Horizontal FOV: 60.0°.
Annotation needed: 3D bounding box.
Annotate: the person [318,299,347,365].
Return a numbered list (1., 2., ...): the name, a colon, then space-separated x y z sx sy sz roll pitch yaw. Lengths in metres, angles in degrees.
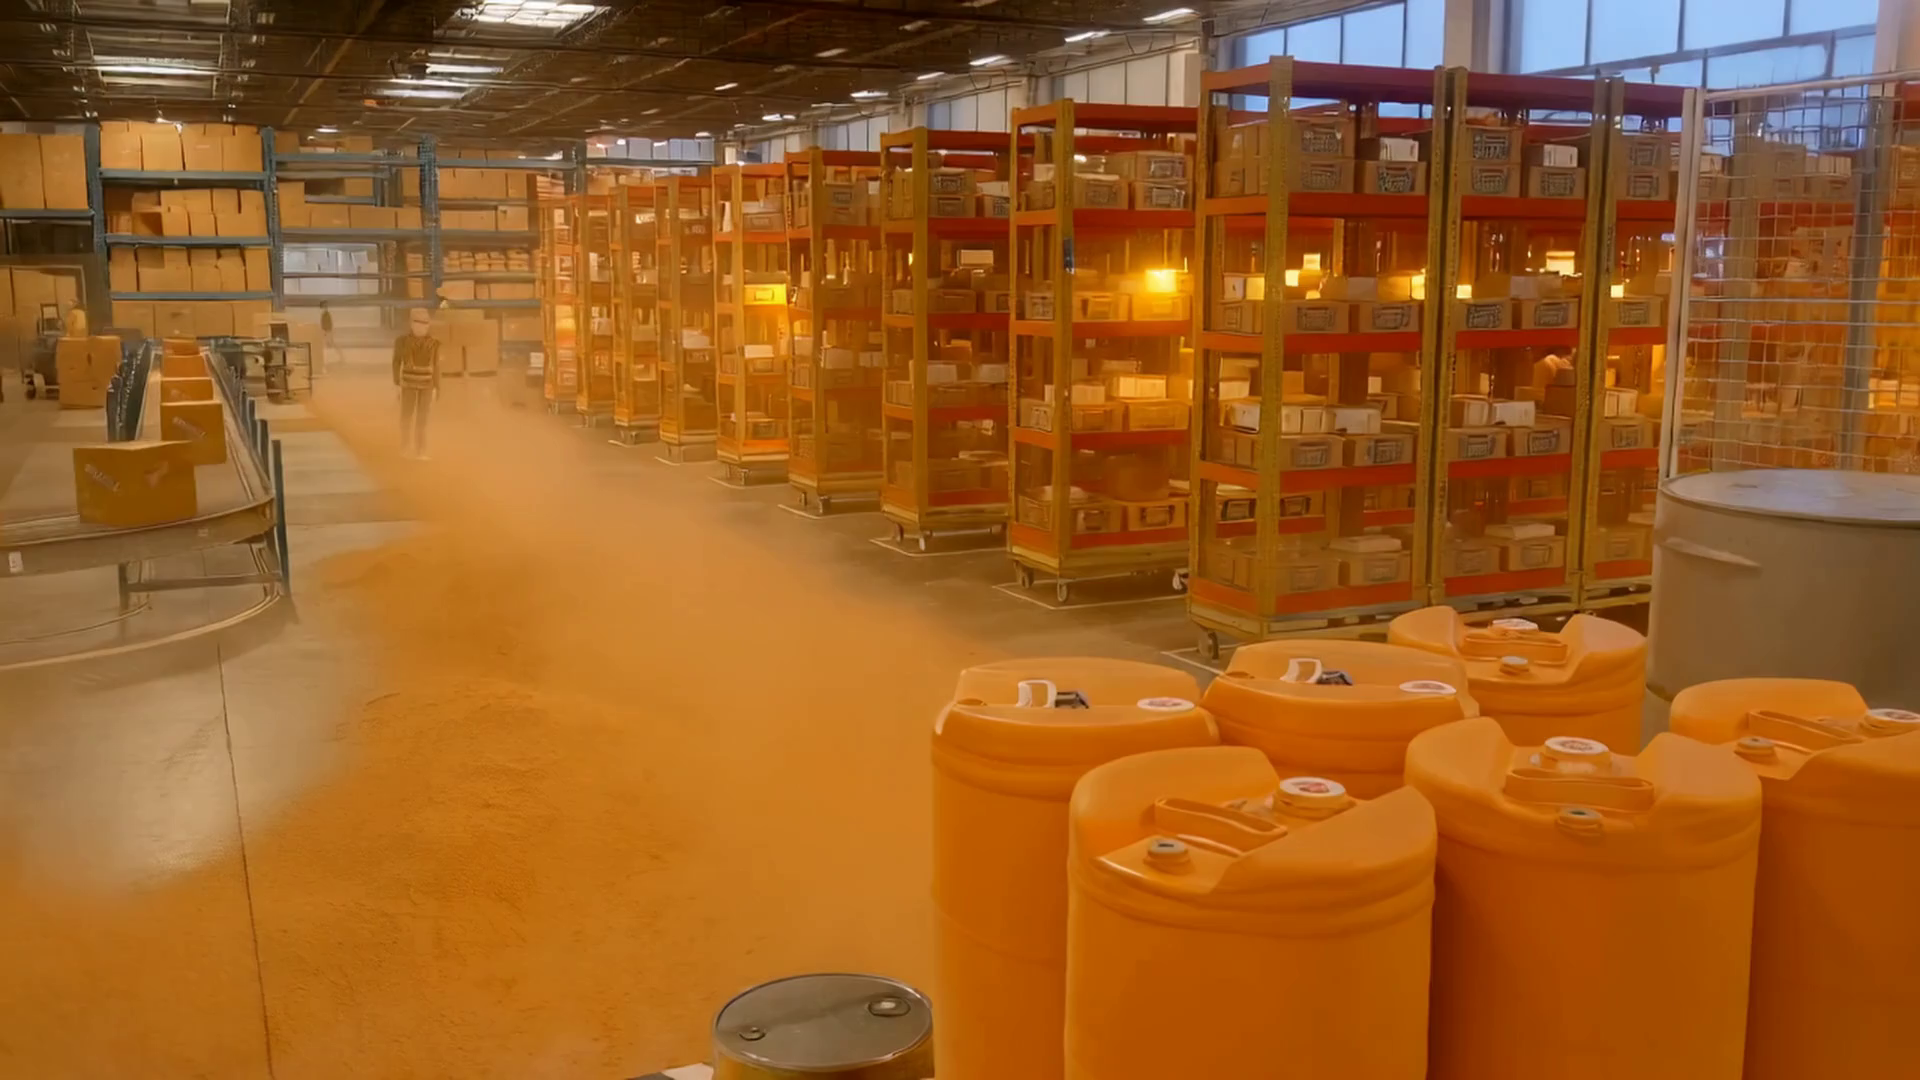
1. person: -16.359 -5.378 43.060 0.914 1.727 0.522 -4 10 -25

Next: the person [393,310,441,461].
1. person: -6.960 -1.981 21.317 0.414 1.941 0.624 8 12 40

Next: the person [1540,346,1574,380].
1. person: 5.980 -1.199 16.754 0.390 1.838 0.563 8 12 42

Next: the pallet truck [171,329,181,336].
1. pallet truck: -17.275 -3.851 35.096 1.601 1.201 0.680 0 9 1

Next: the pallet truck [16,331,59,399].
1. pallet truck: -17.082 -3.353 31.781 1.630 1.274 0.653 -4 10 -25

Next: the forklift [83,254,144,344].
1. forklift: -20.213 -5.297 38.952 1.873 2.768 1.129 -4 10 -25

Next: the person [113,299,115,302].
1. person: -23.411 -5.903 46.044 0.887 1.795 0.624 -3 10 -20

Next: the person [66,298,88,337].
1. person: -20.249 -4.635 38.134 0.404 1.826 0.591 3 10 16

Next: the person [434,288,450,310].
1. person: -13.856 -5.729 44.423 0.525 1.973 0.651 -4 10 -25
